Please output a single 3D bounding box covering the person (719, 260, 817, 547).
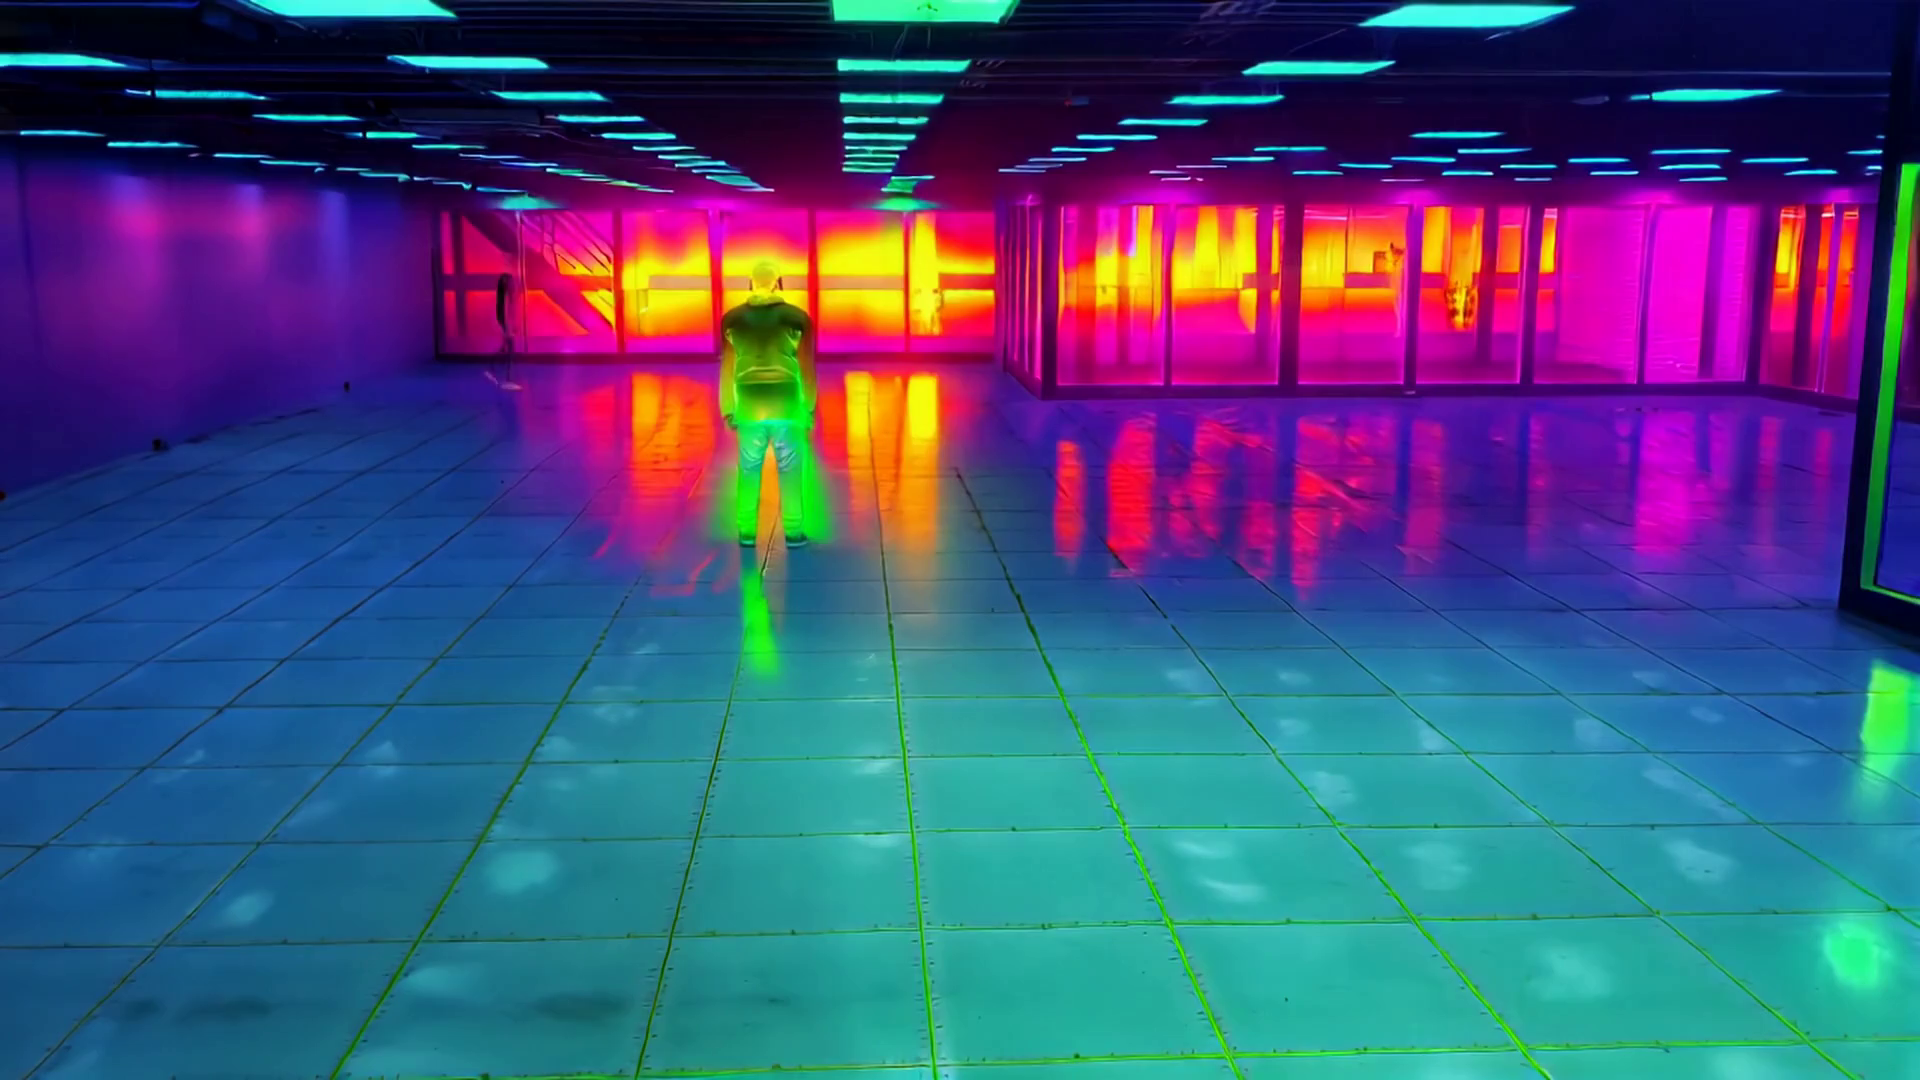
[{"bbox_3d":[-1.269,-0.896,11.051,0.643,1.900,0.399,0,11,1],"label":"person"}]

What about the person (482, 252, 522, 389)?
[{"bbox_3d":[-6.049,-2.893,22.010,0.632,1.827,0.583,-1,11,-4],"label":"person"}]
